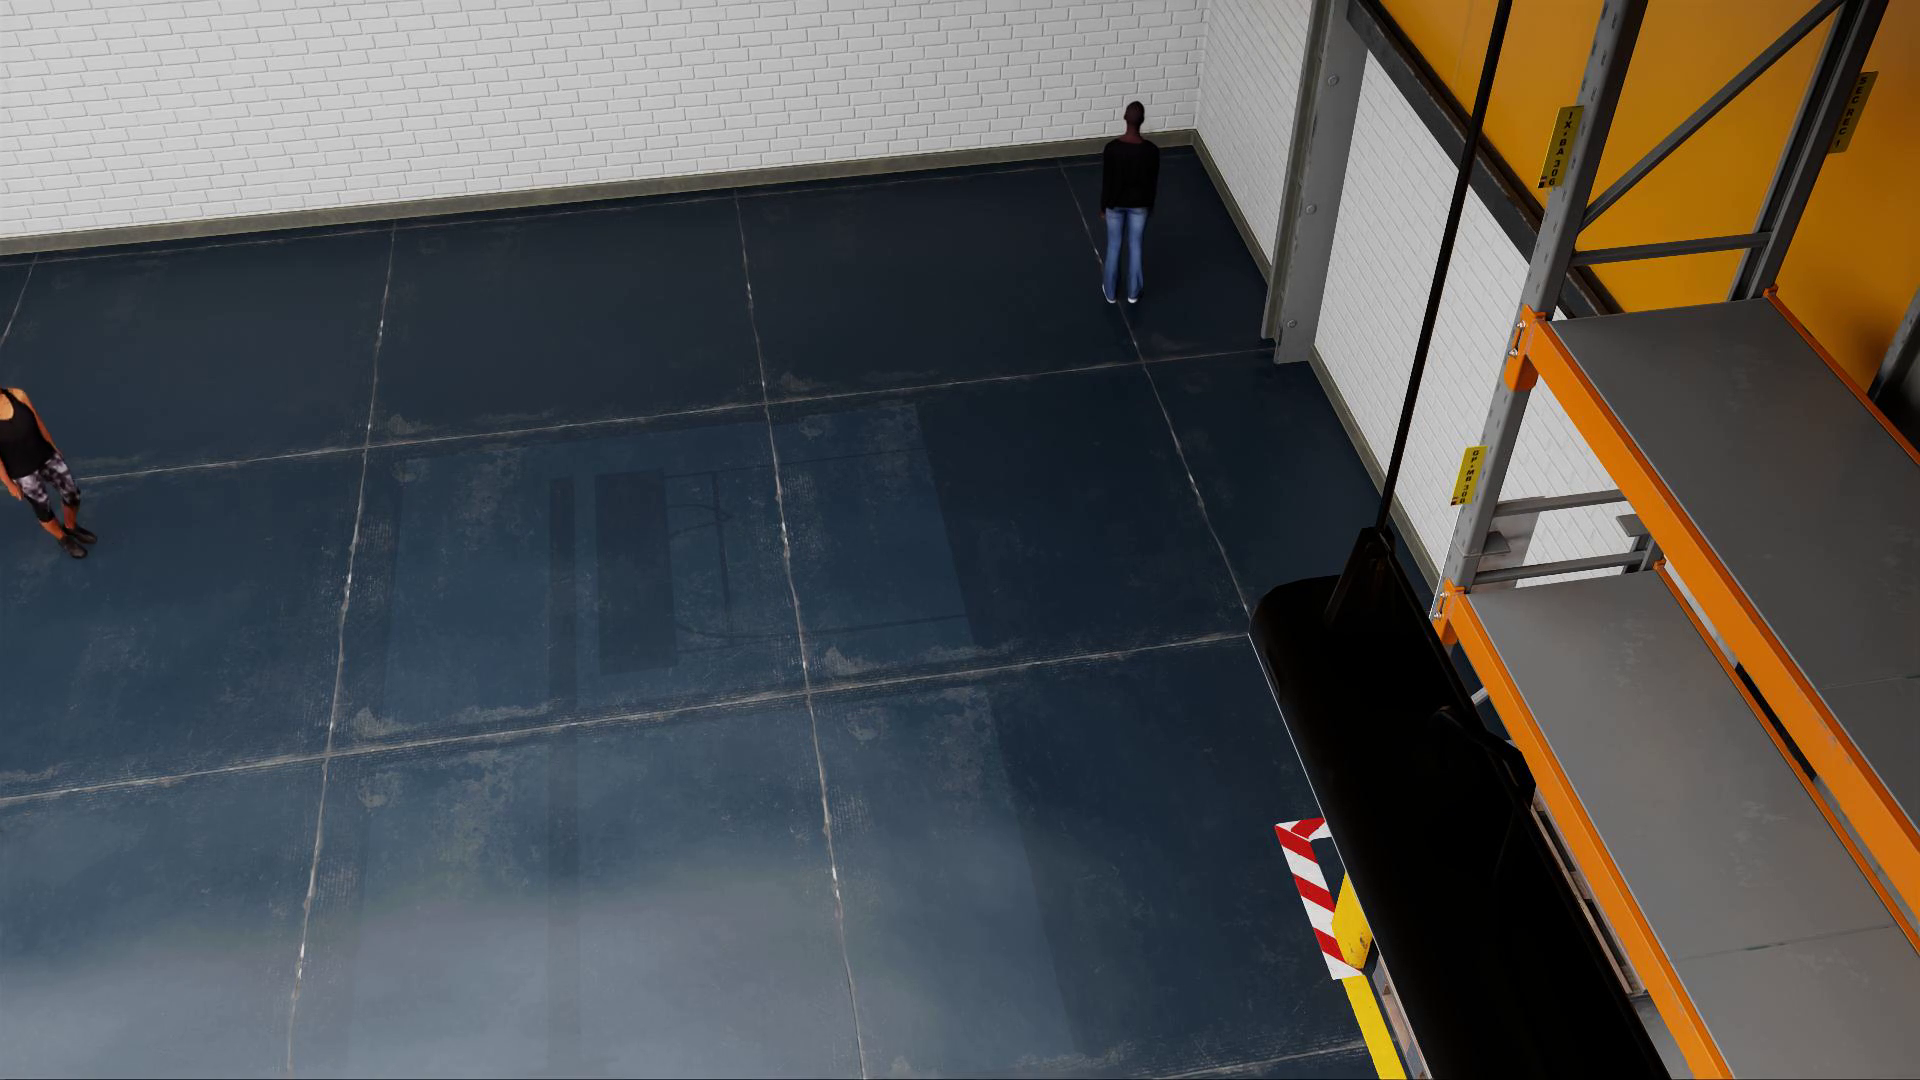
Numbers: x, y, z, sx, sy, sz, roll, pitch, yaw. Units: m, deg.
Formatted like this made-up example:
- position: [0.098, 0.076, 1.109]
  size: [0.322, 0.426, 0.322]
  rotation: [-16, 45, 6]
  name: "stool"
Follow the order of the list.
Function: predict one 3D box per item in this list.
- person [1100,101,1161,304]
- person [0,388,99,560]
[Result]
- position: [1.339, -2.680, 13.283]
  size: [0.649, 1.748, 0.620]
  rotation: [3, 44, 3]
  name: "person"
- position: [-6.278, -0.552, 11.109]
  size: [0.768, 1.664, 0.685]
  rotation: [20, 47, 20]
  name: "person"
